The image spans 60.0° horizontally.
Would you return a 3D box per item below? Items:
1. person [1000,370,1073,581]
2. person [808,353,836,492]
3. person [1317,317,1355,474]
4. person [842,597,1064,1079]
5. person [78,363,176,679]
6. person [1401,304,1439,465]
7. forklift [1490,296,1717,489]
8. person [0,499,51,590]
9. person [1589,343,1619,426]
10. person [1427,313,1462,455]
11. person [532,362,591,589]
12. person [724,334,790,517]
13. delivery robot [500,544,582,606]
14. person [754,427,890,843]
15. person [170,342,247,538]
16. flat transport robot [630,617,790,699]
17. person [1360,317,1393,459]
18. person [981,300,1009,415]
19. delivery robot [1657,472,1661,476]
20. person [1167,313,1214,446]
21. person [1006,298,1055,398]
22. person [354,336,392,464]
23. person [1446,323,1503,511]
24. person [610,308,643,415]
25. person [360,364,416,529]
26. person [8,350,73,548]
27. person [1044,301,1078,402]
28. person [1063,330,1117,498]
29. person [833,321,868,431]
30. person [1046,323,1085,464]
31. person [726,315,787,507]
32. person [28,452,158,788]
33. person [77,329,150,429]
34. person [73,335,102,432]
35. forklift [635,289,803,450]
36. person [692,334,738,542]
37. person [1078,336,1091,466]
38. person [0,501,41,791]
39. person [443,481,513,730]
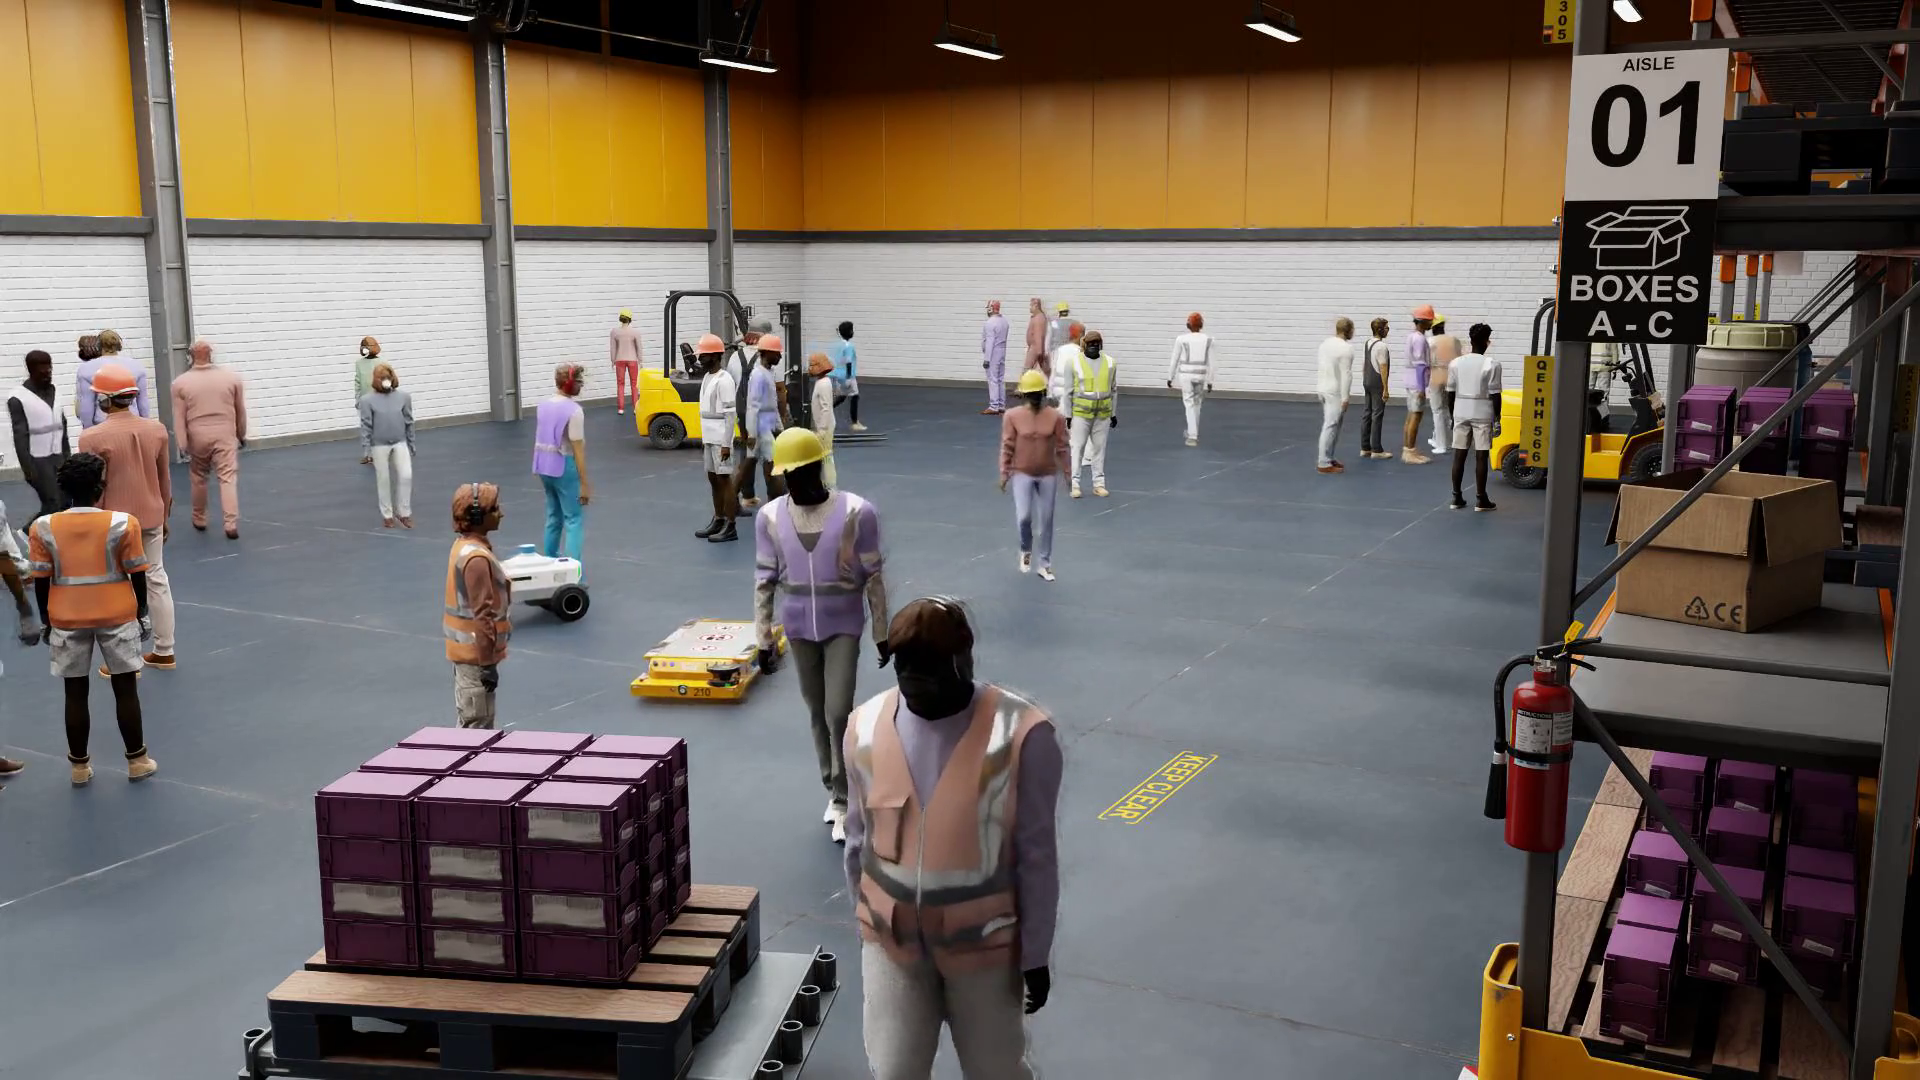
[{"bbox_3d":[0.634,-0.523,13.592,0.612,1.741,0.393,-2,10,-9],"label":"person"},{"bbox_3d":[-1.467,-1.182,17.747,0.288,1.633,0.501,-1,10,-5],"label":"person"},{"bbox_3d":[4.602,-1.756,20.309,0.559,1.915,0.650,-3,10,-17],"label":"person"},{"bbox_3d":[-0.015,1.023,4.463,0.622,1.814,0.729,3,10,17],"label":"person"},{"bbox_3d":[-5.270,-0.117,10.534,0.375,1.997,0.612,5,11,25],"label":"person"},{"bbox_3d":[5.873,-1.986,21.228,0.392,2.039,0.614,1,10,6],"label":"person"},{"bbox_3d":[7.296,-1.677,18.993,2.313,2.155,1.214,5,11,27],"label":"forklift"},{"bbox_3d":[-7.741,-0.500,13.075,1.006,1.883,0.653,-6,12,-33],"label":"person"},{"bbox_3d":[9.895,-2.670,25.787,0.590,1.833,0.404,5,11,28],"label":"person"},{"bbox_3d":[6.416,-2.114,22.461,0.587,1.872,0.893,-2,10,-14],"label":"person"},{"bbox_3d":[-3.186,-0.505,13.271,0.628,1.834,0.397,9,13,42],"label":"person"},{"bbox_3d":[-1.957,-1.142,16.831,1.020,1.878,0.564,0,10,-1],"label":"person"},{"bbox_3d":[-3.151,0.275,12.165,0.707,0.478,0.477,-6,12,-31],"label":"delivery robot"},{"bbox_3d":[-0.660,0.430,7.656,0.620,1.890,0.732,2,10,12],"label":"person"},{"bbox_3d":[-7.134,-0.960,15.848,0.657,1.853,1.014,-5,11,-29],"label":"person"},{"bbox_3d":[-1.564,0.733,10.605,0.652,0.197,1.431,1,10,7],"label":"flat transport robot"},{"bbox_3d":[5.465,-1.989,21.815,0.346,1.846,0.506,-3,10,-19],"label":"person"},{"bbox_3d":[0.554,-3.048,27.764,0.403,1.906,0.651,5,11,28],"label":"person"},{"bbox_3d":[6.806,-0.416,16.145,0.477,0.478,0.707,6,11,32],"label":"delivery robot"},{"bbox_3d":[3.240,-2.263,23.418,0.585,1.842,0.849,-2,10,-14],"label":"person"},{"bbox_3d":[1.414,-3.555,30.848,0.998,1.858,0.637,3,10,16],"label":"person"},{"bbox_3d":[-7.474,-1.773,21.171,0.507,1.633,0.278,2,10,13],"label":"person"},{"bbox_3d":[5.378,-1.283,17.373,0.607,1.966,0.367,9,13,42],"label":"person"},{"bbox_3d":[-5.551,-2.968,27.710,0.533,1.767,0.327,0,10,-2],"label":"person"},{"bbox_3d":[-5.521,-0.898,16.139,0.535,1.612,0.606,-6,11,-31],"label":"person"},{"bbox_3d":[-7.862,-0.689,14.196,0.593,1.876,0.669,2,10,9],"label":"person"},{"bbox_3d":[1.818,-3.402,30.068,0.598,1.813,0.528,-2,10,-14],"label":"person"},{"bbox_3d":[1.446,-1.383,18.320,0.630,1.840,0.429,-3,10,-16],"label":"person"},{"bbox_3d":[-1.784,-2.455,25.016,0.727,1.674,0.538,-4,11,-24],"label":"person"},{"bbox_3d":[1.361,-1.880,21.377,1.153,1.797,0.596,-8,13,-39],"label":"person"},{"bbox_3d":[-2.077,-1.349,17.541,0.684,2.000,0.538,5,11,29],"label":"person"},{"bbox_3d":[-4.367,0.401,8.392,0.540,1.698,0.317,-3,10,-17],"label":"person"},{"bbox_3d":[-8.394,-1.126,16.547,0.627,1.940,0.373,-8,12,-37],"label":"person"},{"bbox_3d":[-9.045,-1.253,17.592,0.570,1.831,0.638,-1,10,-7],"label":"person"},{"bbox_3d":[-3.358,-2.392,23.136,2.313,2.155,1.214,-1,10,-5],"label":"forklift"},{"bbox_3d":[-2.293,-0.946,15.505,0.368,1.935,0.552,-6,11,-30],"label":"person"},{"bbox_3d":[1.611,-1.755,21.050,0.307,1.641,0.514,1,10,7],"label":"person"},{"bbox_3d":[-4.888,0.356,8.270,0.597,1.830,0.681,4,11,21],"label":"person"},{"bbox_3d":[-2.231,0.546,7.727,0.315,1.641,0.515,-4,11,-22],"label":"person"}]
